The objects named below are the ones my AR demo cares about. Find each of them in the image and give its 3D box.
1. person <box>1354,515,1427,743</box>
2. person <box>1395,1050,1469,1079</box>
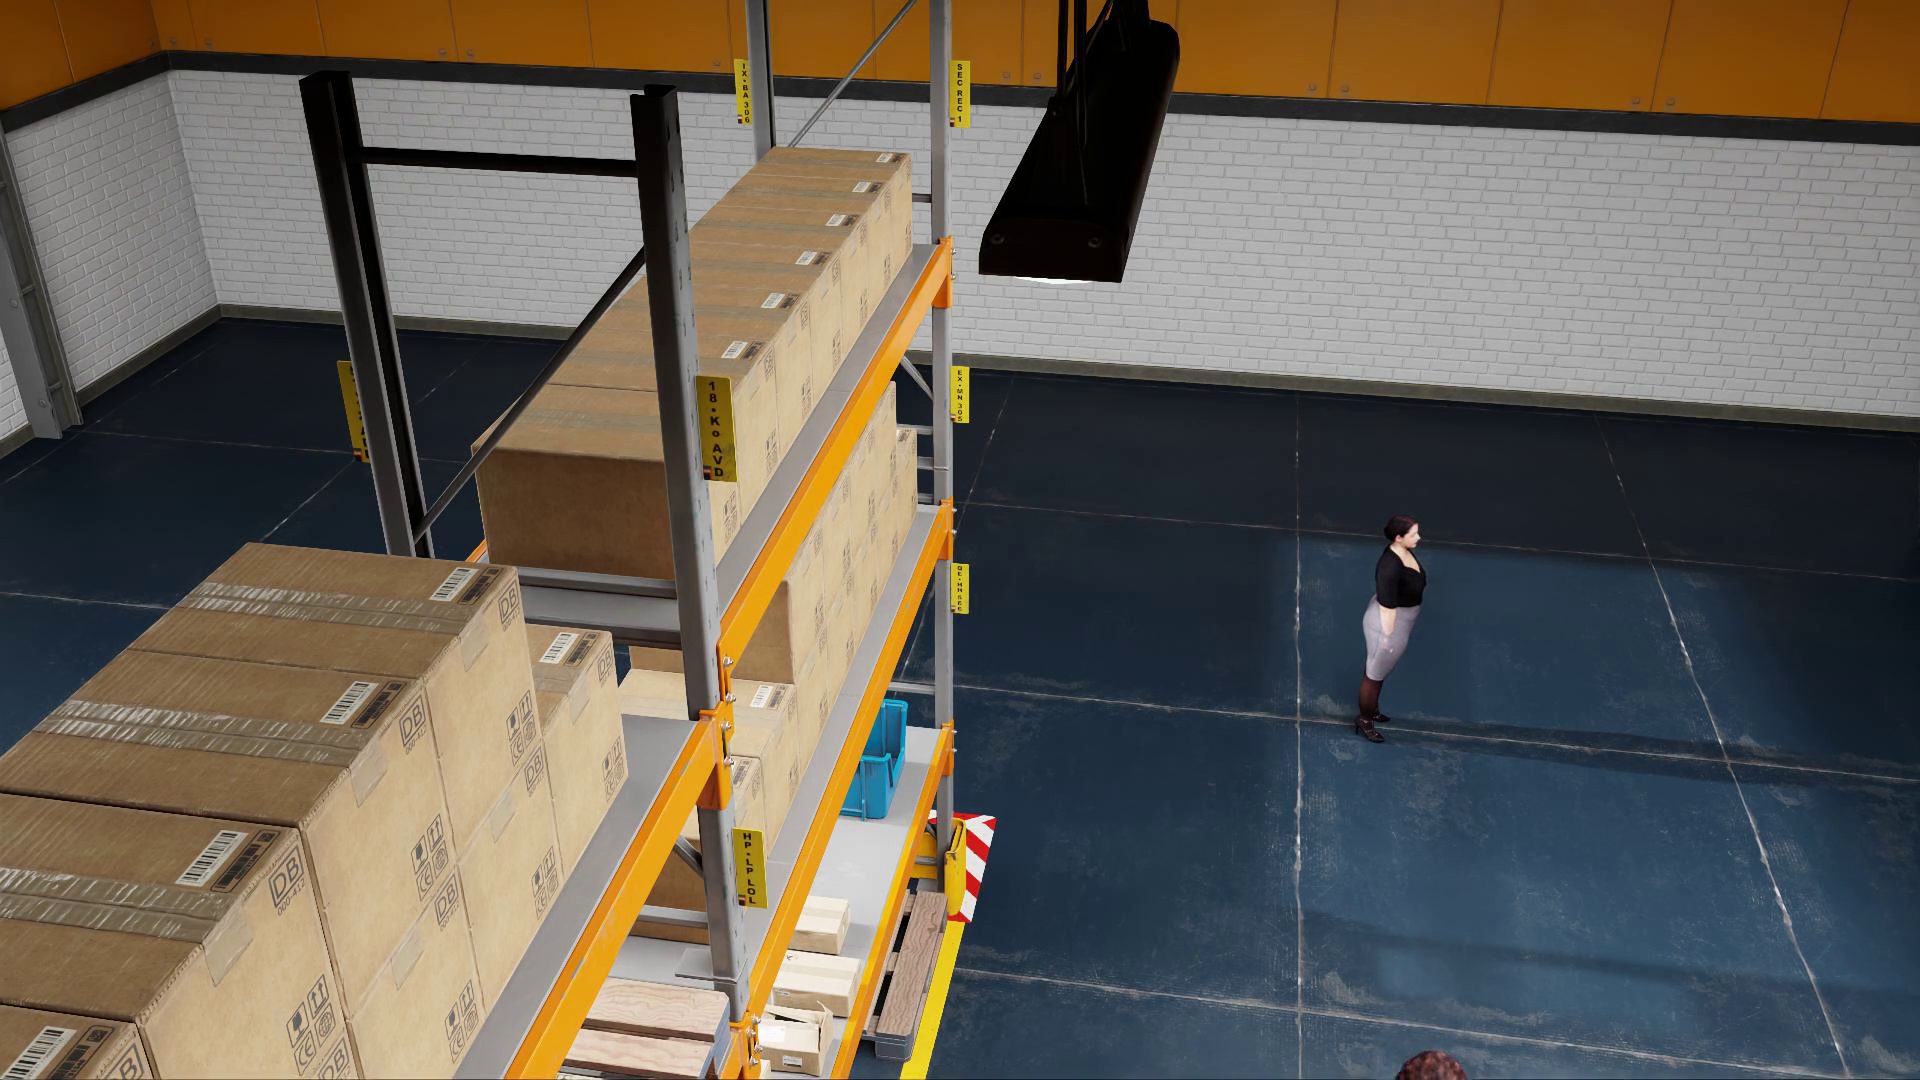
[{"bbox_3d":[3.009,0.599,11.738,0.779,1.760,0.621,11,30,19],"label":"person"},{"bbox_3d":[1.986,2.920,7.505,0.666,1.738,1.148,9,30,16],"label":"person"}]
